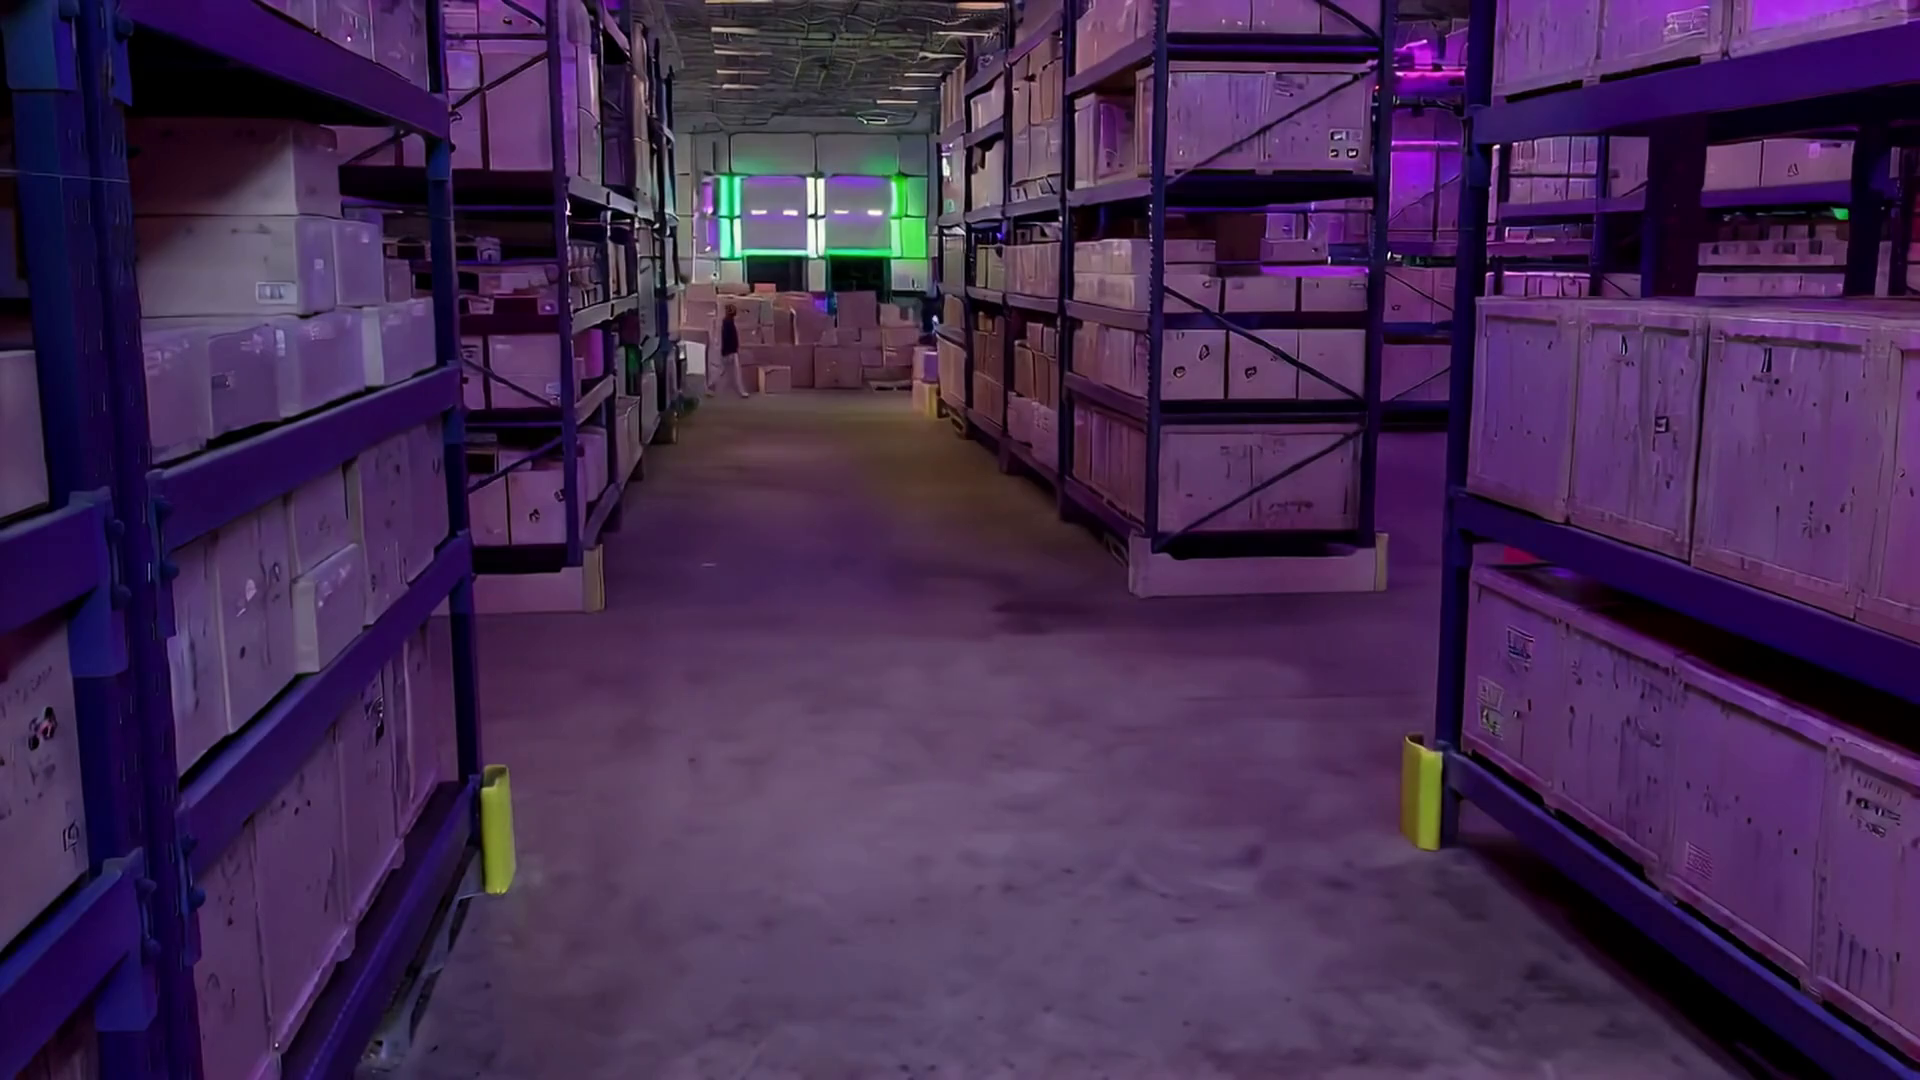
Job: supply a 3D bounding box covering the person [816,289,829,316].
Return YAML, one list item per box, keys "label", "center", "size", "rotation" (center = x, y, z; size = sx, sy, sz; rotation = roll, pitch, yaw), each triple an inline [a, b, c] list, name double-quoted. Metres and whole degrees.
- label: "person"
  center: [-4.981, -8.106, 59.317]
  size: [0.533, 1.662, 0.868]
  rotation: [9, 13, 42]

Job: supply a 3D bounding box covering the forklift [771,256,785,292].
- label: "forklift"
  center: [-6.462, -8.662, 58.992]
  size: [1.873, 2.768, 1.129]
  rotation: [0, 10, 0]

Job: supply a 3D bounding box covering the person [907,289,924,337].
- label: "person"
  center: [-1.242, -6.133, 47.019]
  size: [0.371, 1.936, 0.629]
  rotation: [6, 12, 33]

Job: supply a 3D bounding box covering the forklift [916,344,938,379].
- label: "forklift"
  center: [0.127, -4.249, 33.303]
  size: [1.873, 2.768, 1.129]
  rotation: [-6, 11, -31]

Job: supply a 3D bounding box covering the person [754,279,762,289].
- label: "person"
  center: [-7.962, -9.473, 66.563]
  size: [0.791, 1.897, 0.609]
  rotation: [5, 11, 26]

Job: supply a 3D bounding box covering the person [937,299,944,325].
- label: "person"
  center: [-0.255, -4.434, 37.218]
  size: [0.827, 1.914, 0.553]
  rotation: [5, 11, 25]

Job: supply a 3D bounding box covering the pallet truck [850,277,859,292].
- label: "pallet truck"
  center: [-3.782, -9.391, 65.808]
  size: [1.885, 1.965, 0.823]
  rotation: [2, 10, 10]

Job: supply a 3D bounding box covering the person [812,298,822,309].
- label: "person"
  center: [-3.529, -5.007, 40.768]
  size: [0.429, 1.837, 0.629]
  rotation: [-6, 11, -30]

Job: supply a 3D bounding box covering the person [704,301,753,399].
- label: "person"
  center: [-4.646, -3.777, 33.209]
  size: [0.899, 1.970, 0.608]
  rotation: [-3, 10, -19]
